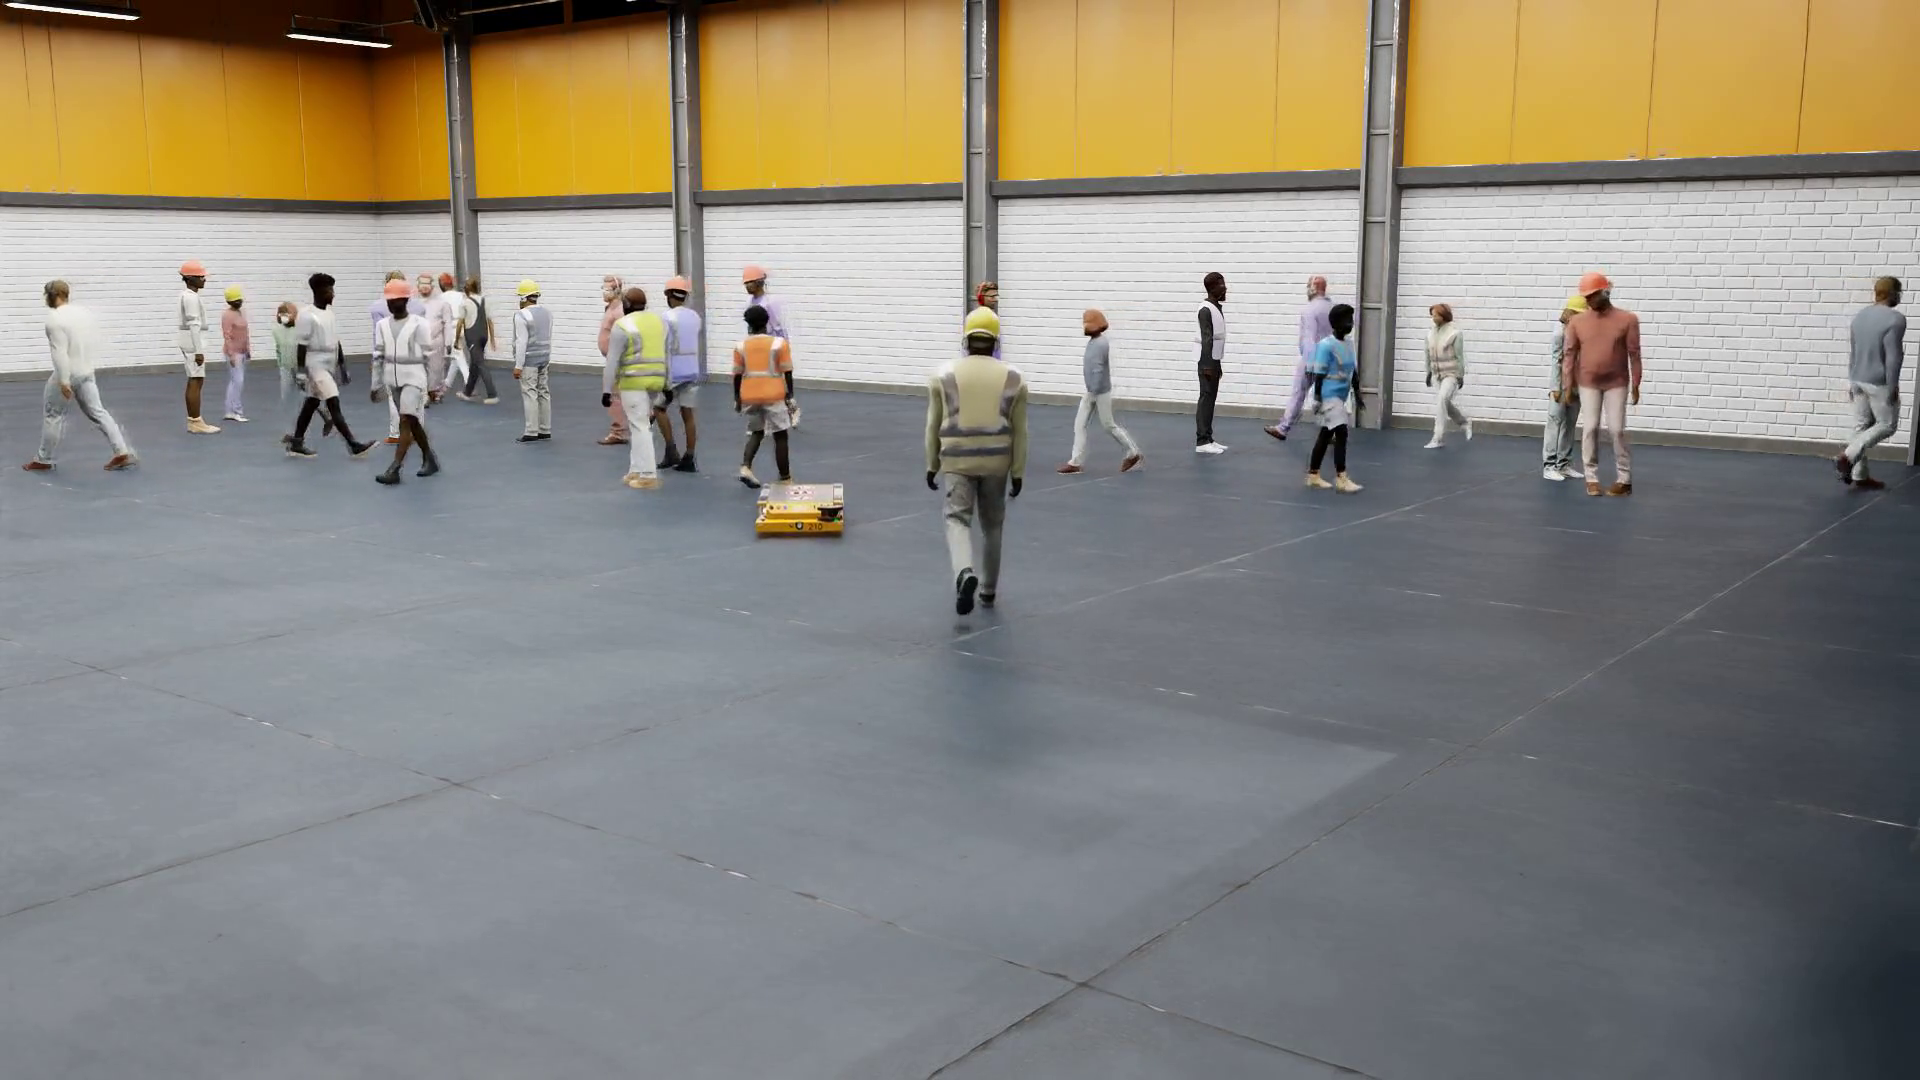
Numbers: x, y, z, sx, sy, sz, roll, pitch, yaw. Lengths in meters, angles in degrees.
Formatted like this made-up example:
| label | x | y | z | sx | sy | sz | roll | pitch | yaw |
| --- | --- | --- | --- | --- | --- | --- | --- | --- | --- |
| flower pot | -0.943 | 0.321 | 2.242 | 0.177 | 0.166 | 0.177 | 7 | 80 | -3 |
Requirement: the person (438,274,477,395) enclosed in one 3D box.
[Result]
| label | x | y | z | sx | sy | sz | roll | pitch | yaw |
| --- | --- | --- | --- | --- | --- | --- | --- | --- | --- |
| person | -7.623 | -3.103 | 25.117 | 1.038 | 1.811 | 0.650 | 7 | 12 | 36 |

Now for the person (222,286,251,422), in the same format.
| label | x | y | z | sx | sy | sz | roll | pitch | yaw |
| --- | --- | --- | --- | --- | --- | --- | --- | --- | --- |
| person | -9.168 | -2.345 | 21.004 | 0.498 | 1.721 | 0.606 | 0 | 10 | 3 |

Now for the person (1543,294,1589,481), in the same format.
| label | x | y | z | sx | sy | sz | roll | pitch | yaw |
| --- | --- | --- | --- | --- | --- | --- | --- | --- | --- |
| person | 5.727 | -1.428 | 15.601 | 0.483 | 1.737 | 0.312 | -7 | 12 | -34 |

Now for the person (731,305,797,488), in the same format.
| label | x | y | z | sx | sy | sz | roll | pitch | yaw |
| --- | --- | --- | --- | --- | --- | --- | --- | --- | --- |
| person | -1.743 | -1.235 | 14.685 | 0.561 | 1.668 | 0.389 | 3 | 10 | 19 |

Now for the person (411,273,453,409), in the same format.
| label | x | y | z | sx | sy | sz | roll | pitch | yaw |
| --- | --- | --- | --- | --- | --- | --- | --- | --- | --- |
| person | -7.389 | -2.783 | 23.146 | 0.650 | 1.864 | 1.004 | -2 | 10 | -13 |

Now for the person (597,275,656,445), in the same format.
| label | x | y | z | sx | sy | sz | roll | pitch | yaw |
| --- | --- | --- | --- | --- | --- | --- | --- | --- | --- |
| person | -3.730 | -1.989 | 18.432 | 0.570 | 1.884 | 0.674 | -3 | 10 | -16 |

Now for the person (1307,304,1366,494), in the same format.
| label | x | y | z | sx | sy | sz | roll | pitch | yaw |
| --- | --- | --- | --- | --- | --- | --- | --- | --- | --- |
| person | 3.395 | -1.247 | 14.749 | 0.741 | 1.667 | 0.540 | 7 | 12 | 35 |

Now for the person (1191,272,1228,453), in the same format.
| label | x | y | z | sx | sy | sz | roll | pitch | yaw |
| --- | --- | --- | --- | --- | --- | --- | --- | --- | --- |
| person | 2.677 | -1.892 | 17.783 | 0.392 | 1.917 | 0.592 | 3 | 10 | 17 |

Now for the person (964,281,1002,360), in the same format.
| label | x | y | z | sx | sy | sz | roll | pitch | yaw |
| --- | --- | --- | --- | --- | --- | --- | --- | --- | --- |
| person | 0.215 | -1.607 | 16.330 | 0.372 | 1.843 | 0.570 | 5 | 11 | 25 |

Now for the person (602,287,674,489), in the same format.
| label | x | y | z | sx | sy | sz | roll | pitch | yaw |
| --- | --- | --- | --- | --- | --- | --- | --- | --- | --- |
| person | -2.948 | -1.373 | 15.077 | 0.665 | 1.800 | 0.725 | 7 | 12 | 34 |

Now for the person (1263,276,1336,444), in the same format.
| label | x | y | z | sx | sy | sz | roll | pitch | yaw |
| --- | --- | --- | --- | --- | --- | --- | --- | --- | --- |
| person | 3.908 | -2.012 | 18.624 | 0.678 | 1.857 | 0.961 | -9 | 13 | -43 |

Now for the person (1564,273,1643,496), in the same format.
| label | x | y | z | sx | sy | sz | roll | pitch | yaw |
| --- | --- | --- | --- | --- | --- | --- | --- | --- | --- |
| person | 5.637 | -1.354 | 14.586 | 0.638 | 1.948 | 0.416 | 6 | 11 | 30 |

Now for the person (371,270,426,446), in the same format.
| label | x | y | z | sx | sy | sz | roll | pitch | yaw |
| --- | --- | --- | --- | --- | --- | --- | --- | --- | --- |
| person | -6.192 | -2.007 | 18.389 | 0.372 | 1.940 | 0.630 | 9 | 13 | 42 |

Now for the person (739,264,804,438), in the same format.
| label | x | y | z | sx | sy | sz | roll | pitch | yaw |
| --- | --- | --- | --- | --- | --- | --- | --- | --- | --- |
| person | -2.170 | -2.193 | 19.292 | 0.784 | 2.005 | 0.619 | -6 | 11 | -31 |

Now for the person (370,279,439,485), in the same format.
| label | x | y | z | sx | sy | sz | roll | pitch | yaw |
| --- | --- | --- | --- | --- | --- | --- | --- | --- | --- |
| person | -5.192 | -1.481 | 15.506 | 0.559 | 1.886 | 1.018 | 3 | 10 | 16 |

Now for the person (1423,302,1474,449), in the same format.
| label | x | y | z | sx | sy | sz | roll | pitch | yaw |
| --- | --- | --- | --- | --- | --- | --- | --- | --- | --- |
| person | 5.378 | -1.803 | 18.199 | 0.700 | 1.604 | 0.521 | -5 | 11 | -26 |

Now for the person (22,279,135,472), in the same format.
| label | x | y | z | sx | sy | sz | roll | pitch | yaw |
| --- | --- | --- | --- | --- | --- | --- | --- | --- | --- |
| person | -8.585 | -1.586 | 16.141 | 1.054 | 1.888 | 0.619 | 1 | 10 | 7 |

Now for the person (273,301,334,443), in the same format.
| label | x | y | z | sx | sy | sz | roll | pitch | yaw |
| --- | --- | --- | --- | --- | --- | --- | --- | --- | --- |
| person | -7.475 | -1.918 | 18.890 | 0.516 | 1.597 | 0.763 | 2 | 10 | 12 |

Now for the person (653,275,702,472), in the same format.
| label | x | y | z | sx | sy | sz | roll | pitch | yaw |
| --- | --- | --- | --- | --- | --- | --- | --- | --- | --- |
| person | -2.739 | -1.606 | 16.160 | 0.514 | 1.903 | 0.555 | 8 | 12 | 38 |

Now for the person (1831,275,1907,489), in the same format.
| label | x | y | z | sx | sy | sz | roll | pitch | yaw |
| --- | --- | --- | --- | --- | --- | --- | --- | --- | --- |
| person | 8.055 | -1.383 | 14.784 | 0.566 | 1.926 | 0.643 | -2 | 10 | -10 |

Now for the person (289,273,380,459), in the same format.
| label | x | y | z | sx | sy | sz | roll | pitch | yaw |
| --- | --- | --- | --- | --- | --- | --- | --- | --- | --- |
| person | -6.507 | -1.778 | 17.107 | 1.049 | 1.907 | 0.621 | 1 | 10 | 5 |

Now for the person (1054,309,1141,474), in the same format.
| label | x | y | z | sx | sy | sz | roll | pitch | yaw |
| --- | --- | --- | --- | --- | --- | --- | --- | --- | --- |
| person | 1.361 | -1.425 | 15.997 | 0.826 | 1.594 | 0.497 | -3 | 10 | -15 |

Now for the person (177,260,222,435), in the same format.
| label | x | y | z | sx | sy | sz | roll | pitch | yaw |
| --- | --- | --- | --- | --- | --- | --- | --- | --- | --- |
| person | -8.974 | -2.263 | 19.569 | 0.394 | 2.044 | 0.609 | -6 | 11 | -30 |

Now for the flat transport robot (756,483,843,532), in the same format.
| label | x | y | z | sx | sy | sz | roll | pitch | yaw |
| --- | --- | --- | --- | --- | --- | --- | --- | --- | --- |
| flat transport robot | -1.248 | -0.269 | 13.117 | 0.652 | 0.197 | 1.431 | -1 | 10 | -4 |

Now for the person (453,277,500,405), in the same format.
| label | x | y | z | sx | sy | sz | roll | pitch | yaw |
| --- | --- | --- | --- | --- | --- | --- | --- | --- | --- |
| person | -6.840 | -2.804 | 23.474 | 0.949 | 1.793 | 0.494 | 5 | 11 | 29 |

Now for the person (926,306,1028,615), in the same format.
| label | x | y | z | sx | sy | sz | roll | pitch | yaw |
| --- | --- | --- | --- | --- | --- | --- | --- | --- | --- |
| person | 0.106 | -0.452 | 9.711 | 0.600 | 1.809 | 0.699 | -1 | 10 | -4 |

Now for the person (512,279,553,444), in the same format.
| label | x | y | z | sx | sy | sz | roll | pitch | yaw |
| --- | --- | --- | --- | --- | --- | --- | --- | --- | --- |
| person | -4.795 | -1.992 | 18.605 | 0.404 | 1.832 | 0.600 | 4 | 10 | 21 |
